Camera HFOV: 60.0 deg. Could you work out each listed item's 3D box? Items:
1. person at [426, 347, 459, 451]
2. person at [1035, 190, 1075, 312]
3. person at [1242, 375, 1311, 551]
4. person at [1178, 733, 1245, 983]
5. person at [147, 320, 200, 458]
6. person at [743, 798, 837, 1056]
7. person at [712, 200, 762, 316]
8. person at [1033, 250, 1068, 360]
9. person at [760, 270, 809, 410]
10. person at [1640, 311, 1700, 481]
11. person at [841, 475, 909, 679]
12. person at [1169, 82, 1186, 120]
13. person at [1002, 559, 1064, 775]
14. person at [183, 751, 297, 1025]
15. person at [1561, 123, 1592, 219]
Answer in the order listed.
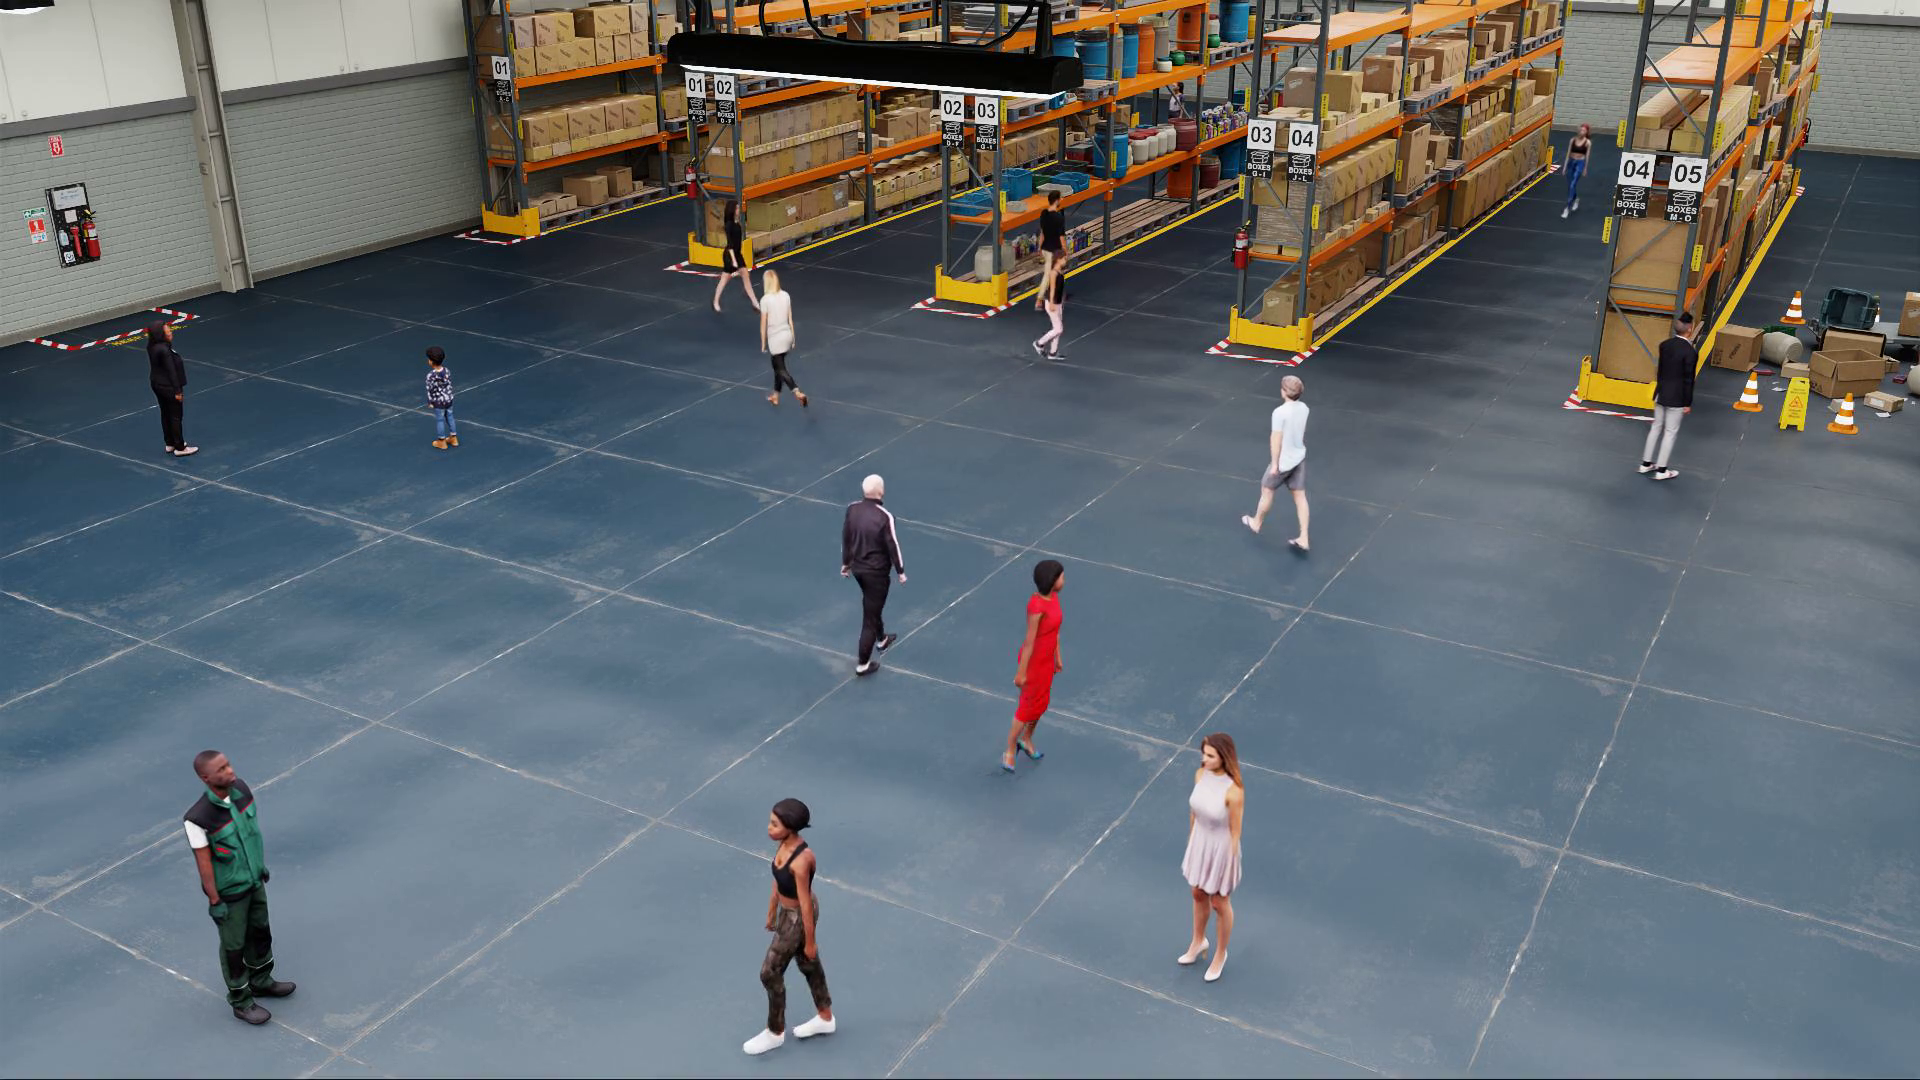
[{"bbox_3d":[-6.213,-1.711,19.918,0.581,1.251,0.468,18,29,36],"label":"person"},{"bbox_3d":[1.322,-4.418,25.556,1.182,1.821,1.004,-14,27,-29],"label":"person"},{"bbox_3d":[3.409,-0.751,16.979,1.184,1.784,1.087,-14,27,-29],"label":"person"},{"bbox_3d":[1.609,1.997,10.539,0.692,1.768,0.658,-16,28,-33],"label":"person"},{"bbox_3d":[-9.369,-1.800,19.662,0.710,1.615,0.696,20,30,39],"label":"person"},{"bbox_3d":[-0.894,2.285,9.973,0.947,1.681,0.876,-7,24,-16],"label":"person"},{"bbox_3d":[-3.518,-4.230,25.208,0.879,1.747,1.130,7,24,15],"label":"person"},{"bbox_3d":[1.257,-3.278,23.224,0.659,1.548,0.667,9,25,21],"label":"person"},{"bbox_3d":[-2.208,-2.471,21.031,1.146,1.778,0.930,-18,29,-36],"label":"person"},{"bbox_3d":[8.084,-1.658,18.898,0.822,1.952,0.777,-7,24,-17],"label":"person"},{"bbox_3d":[-0.830,0.346,14.367,0.778,1.809,1.005,16,28,34],"label":"person"},{"bbox_3d":[4.954,-9.679,38.146,0.652,1.650,0.663,-15,27,-31],"label":"person"},{"bbox_3d":[0.541,0.988,12.979,0.822,1.714,0.558,17,28,34],"label":"person"},{"bbox_3d":[-4.458,2.099,10.208,0.816,1.839,0.664,5,23,11],"label":"person"},{"bbox_3d":[11.838,-7.094,31.941,0.673,1.747,1.223,18,29,35],"label":"person"}]
